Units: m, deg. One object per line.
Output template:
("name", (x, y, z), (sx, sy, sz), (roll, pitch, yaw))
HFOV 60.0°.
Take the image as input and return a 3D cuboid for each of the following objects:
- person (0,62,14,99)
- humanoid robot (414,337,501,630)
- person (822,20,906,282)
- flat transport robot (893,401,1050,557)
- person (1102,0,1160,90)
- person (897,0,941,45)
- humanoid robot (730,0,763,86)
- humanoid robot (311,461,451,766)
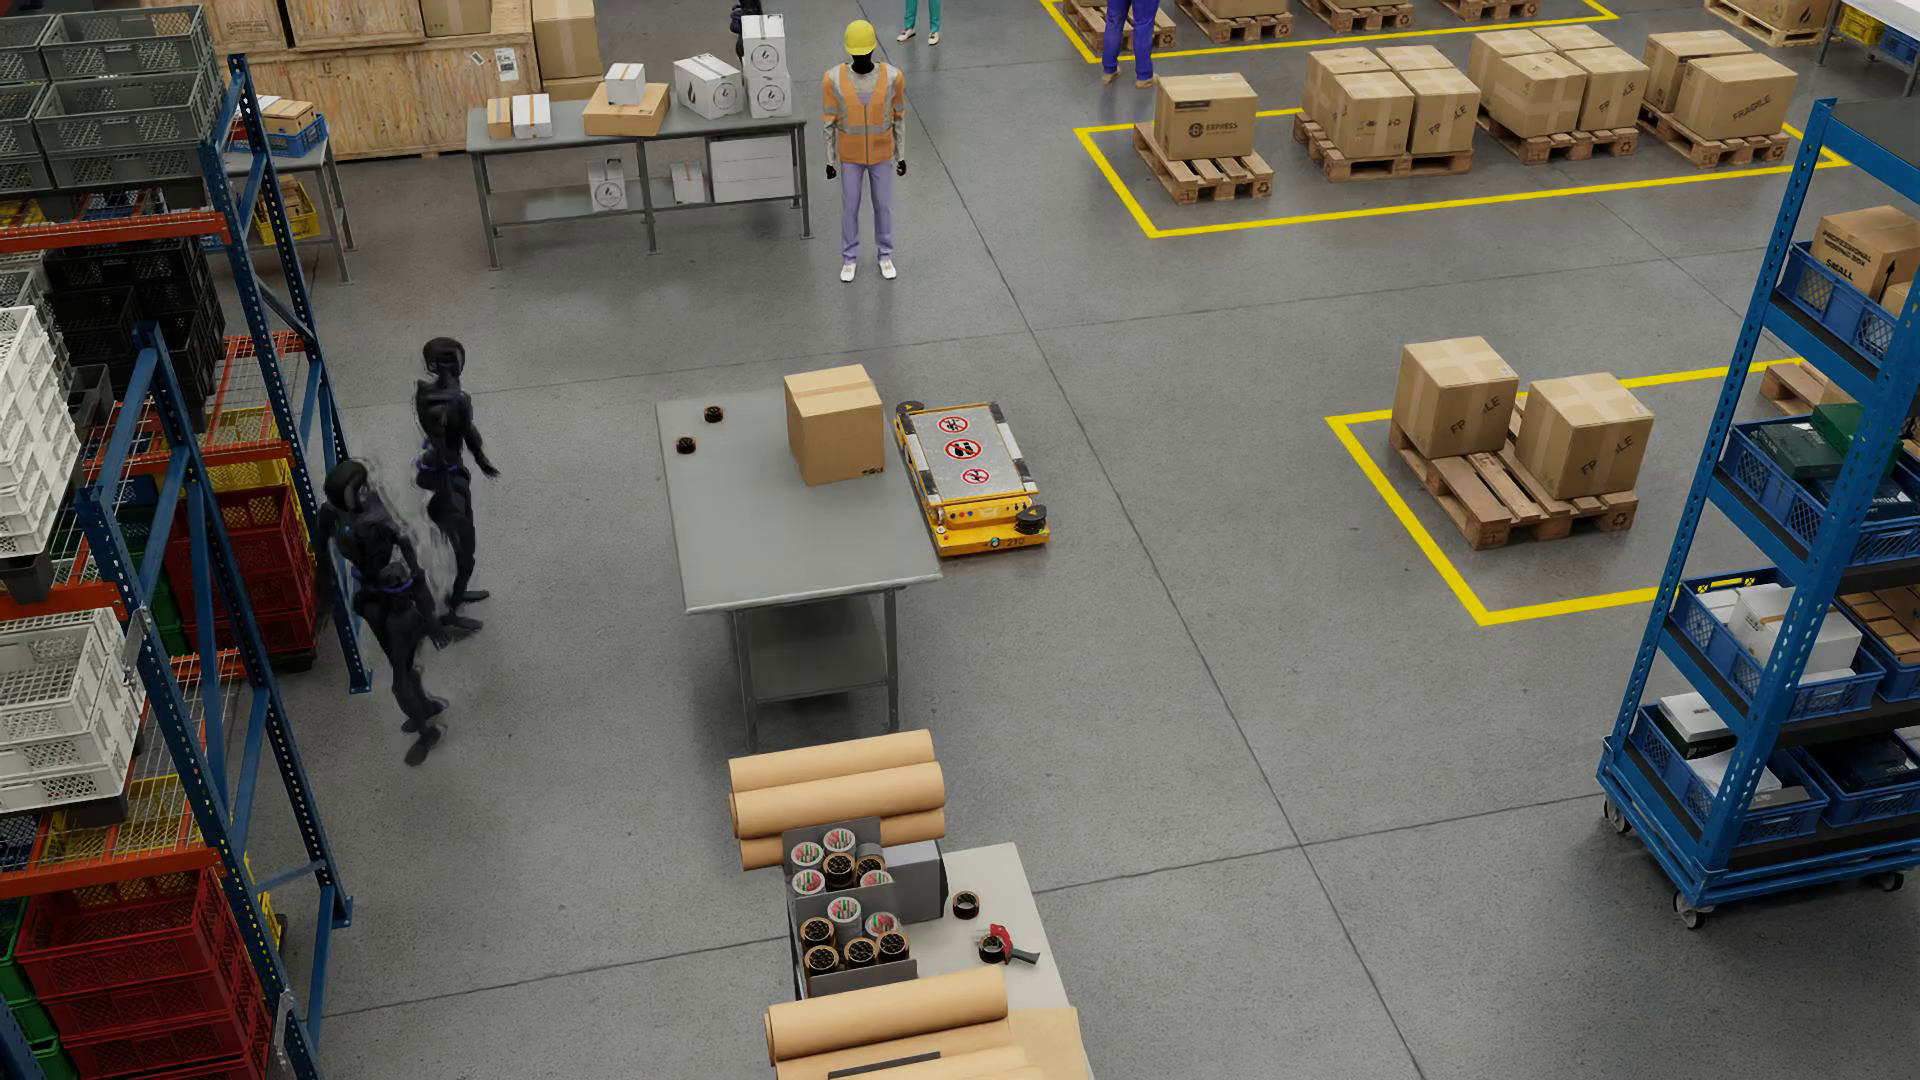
("person", (-8.364, -4.388, 14.009), (0.388, 1.991, 0.610), (-24, 43, -29))
("humanoid robot", (-2.679, -0.313, 8.813), (0.434, 1.632, 0.657), (-3, 37, -3))
("person", (-0.673, -2.763, 11.878), (0.594, 1.925, 0.368), (-4, 37, -6))
("flat transport robot", (0.046, -0.430, 10.108), (0.652, 0.197, 1.431), (-8, 37, -10))
("person", (1.575, -5.092, 14.915), (0.687, 2.000, 0.540), (18, 40, 23))
("person", (-0.383, -5.612, 15.840), (0.532, 1.766, 0.325), (12, 38, 16))
("humanoid robot", (-1.795, -4.348, 14.216), (0.339, 1.651, 0.569), (-1, 37, -1))
("humanoid robot", (-2.767, 0.335, 7.928), (0.565, 1.643, 0.549), (20, 41, 25))
